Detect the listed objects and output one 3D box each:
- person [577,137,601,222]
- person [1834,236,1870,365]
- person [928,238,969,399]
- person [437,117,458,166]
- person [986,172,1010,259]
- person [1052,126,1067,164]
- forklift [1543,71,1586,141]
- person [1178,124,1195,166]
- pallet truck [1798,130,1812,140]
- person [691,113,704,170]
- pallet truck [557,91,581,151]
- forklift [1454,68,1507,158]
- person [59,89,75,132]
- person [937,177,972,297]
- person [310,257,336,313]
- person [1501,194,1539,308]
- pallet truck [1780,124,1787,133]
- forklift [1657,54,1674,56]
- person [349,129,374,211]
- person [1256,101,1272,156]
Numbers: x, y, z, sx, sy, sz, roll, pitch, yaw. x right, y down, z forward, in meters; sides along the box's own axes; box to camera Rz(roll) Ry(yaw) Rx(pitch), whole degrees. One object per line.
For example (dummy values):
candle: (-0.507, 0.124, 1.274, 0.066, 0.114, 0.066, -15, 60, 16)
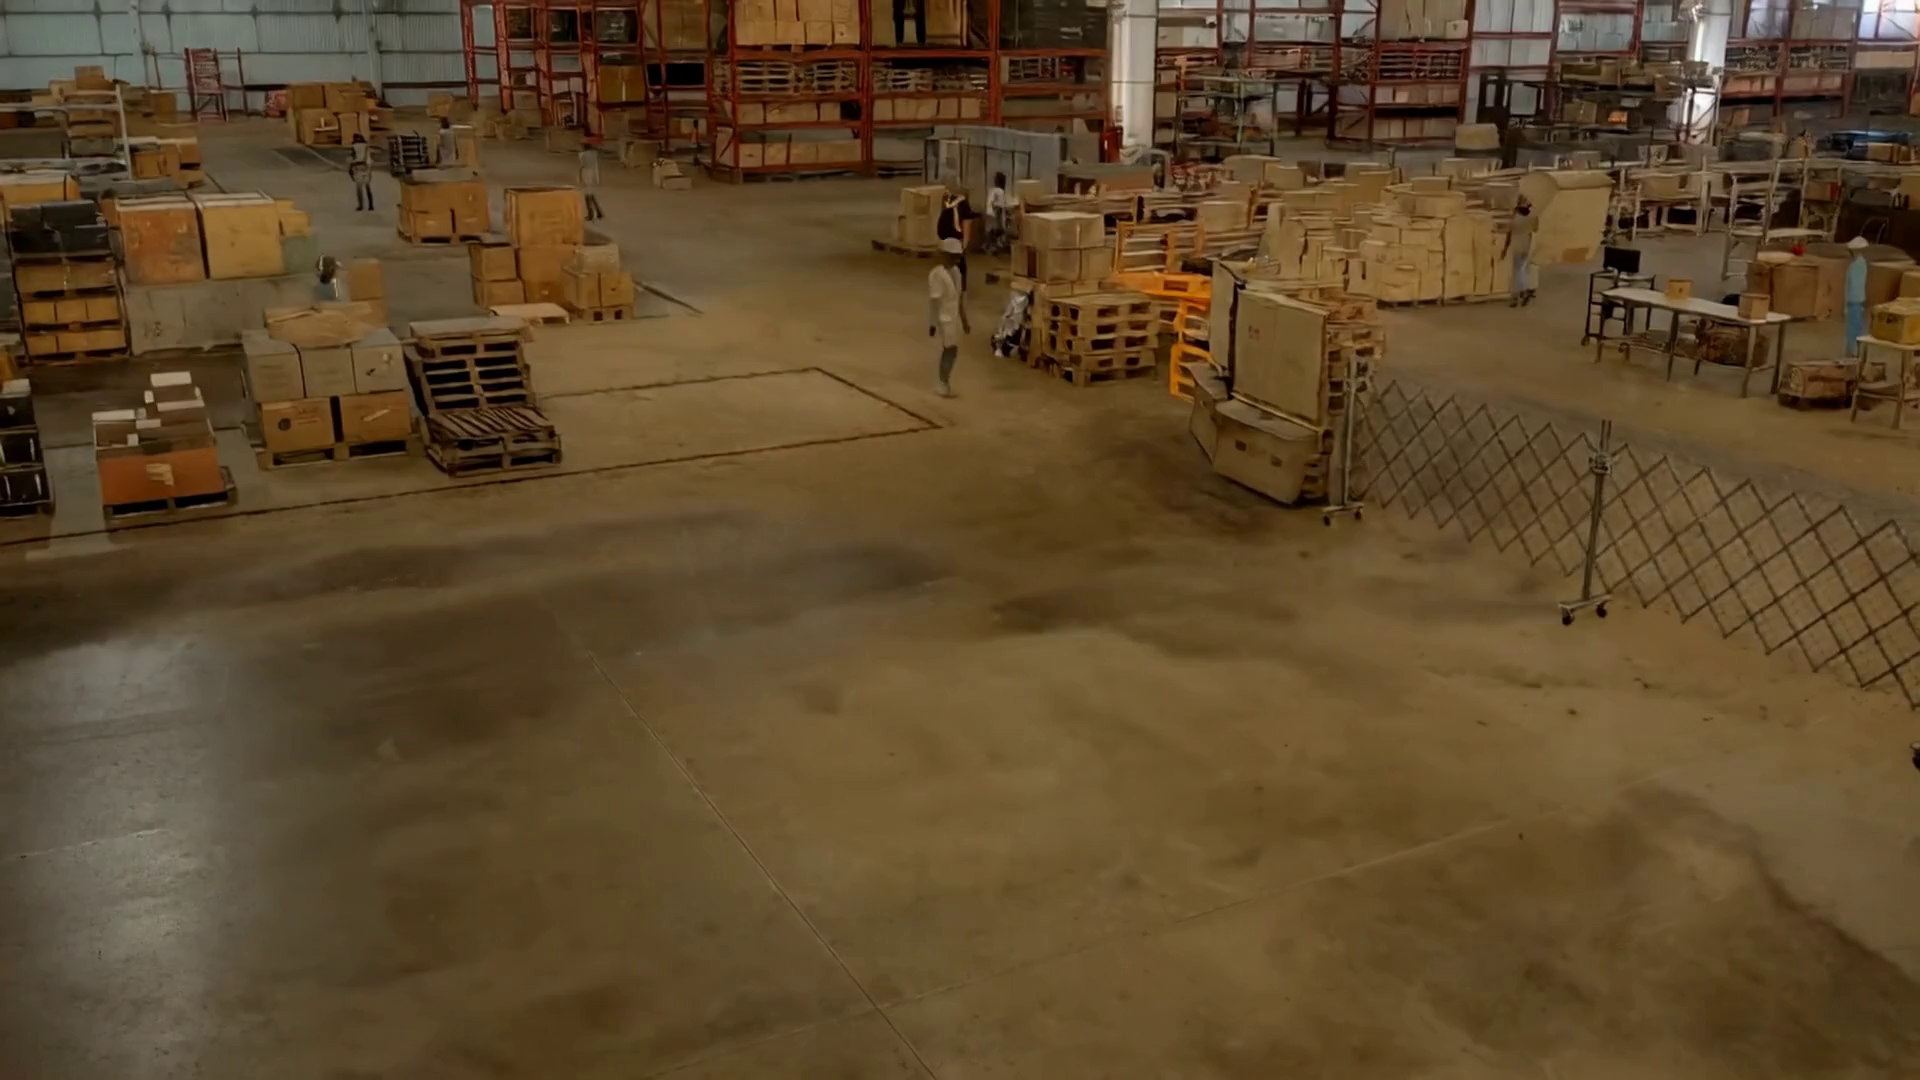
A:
person: (-8.512, -8.250, 38.092, 0.412, 1.923, 0.569, 16, 23, 40)
person: (12.257, -3.288, 22.880, 0.327, 1.767, 0.533, 13, 22, 34)
person: (-0.112, -2.767, 20.851, 0.545, 2.022, 0.620, 10, 21, 29)
person: (-13.770, -10.421, 44.873, 0.997, 1.926, 0.623, 14, 22, 36)
person: (0.778, -6.337, 32.534, 0.611, 1.676, 0.551, -8, 20, -25)
person: (2.535, -9.896, 43.470, 0.963, 1.769, 0.589, -8, 20, -24)
forklift: (18.685, -13.231, 52.085, 1.873, 2.768, 1.129, -9, 20, -26)
person: (6.983, -12.209, 50.831, 0.672, 1.677, 0.542, -12, 21, -32)
pallet truck: (25.526, -11.556, 49.408, 1.630, 1.274, 0.653, -9, 20, -26)
person: (-7.993, -12.080, 50.402, 0.318, 1.697, 0.535, -6, 19, -18)
pallet truck: (-13.495, -14.412, 57.188, 0.823, 1.965, 1.885, -3, 18, -9)
forklift: (17.336, -14.011, 54.515, 1.873, 2.768, 1.129, -9, 20, -26)
person: (-32.275, -15.338, 60.224, 0.388, 1.910, 0.590, -16, 24, -41)
person: (-0.131, -5.127, 28.171, 0.536, 2.000, 0.688, -10, 20, -28)
person: (-7.768, -2.553, 20.455, 0.431, 1.851, 0.550, 2, 18, 6)
person: (9.122, -4.704, 27.155, 0.390, 1.856, 0.514, -12, 21, -32)
pallet truck: (25.206, -12.542, 52.601, 1.601, 1.201, 0.680, 0, 18, -2)
forklift: (34.129, -22.449, 80.822, 1.129, 2.768, 1.873, -9, 20, -26)
person: (-14.489, -8.950, 40.256, 0.546, 1.938, 0.361, -14, 23, -38)
person: (9.877, -13.384, 54.157, 0.669, 1.886, 0.517, -12, 21, -33)
